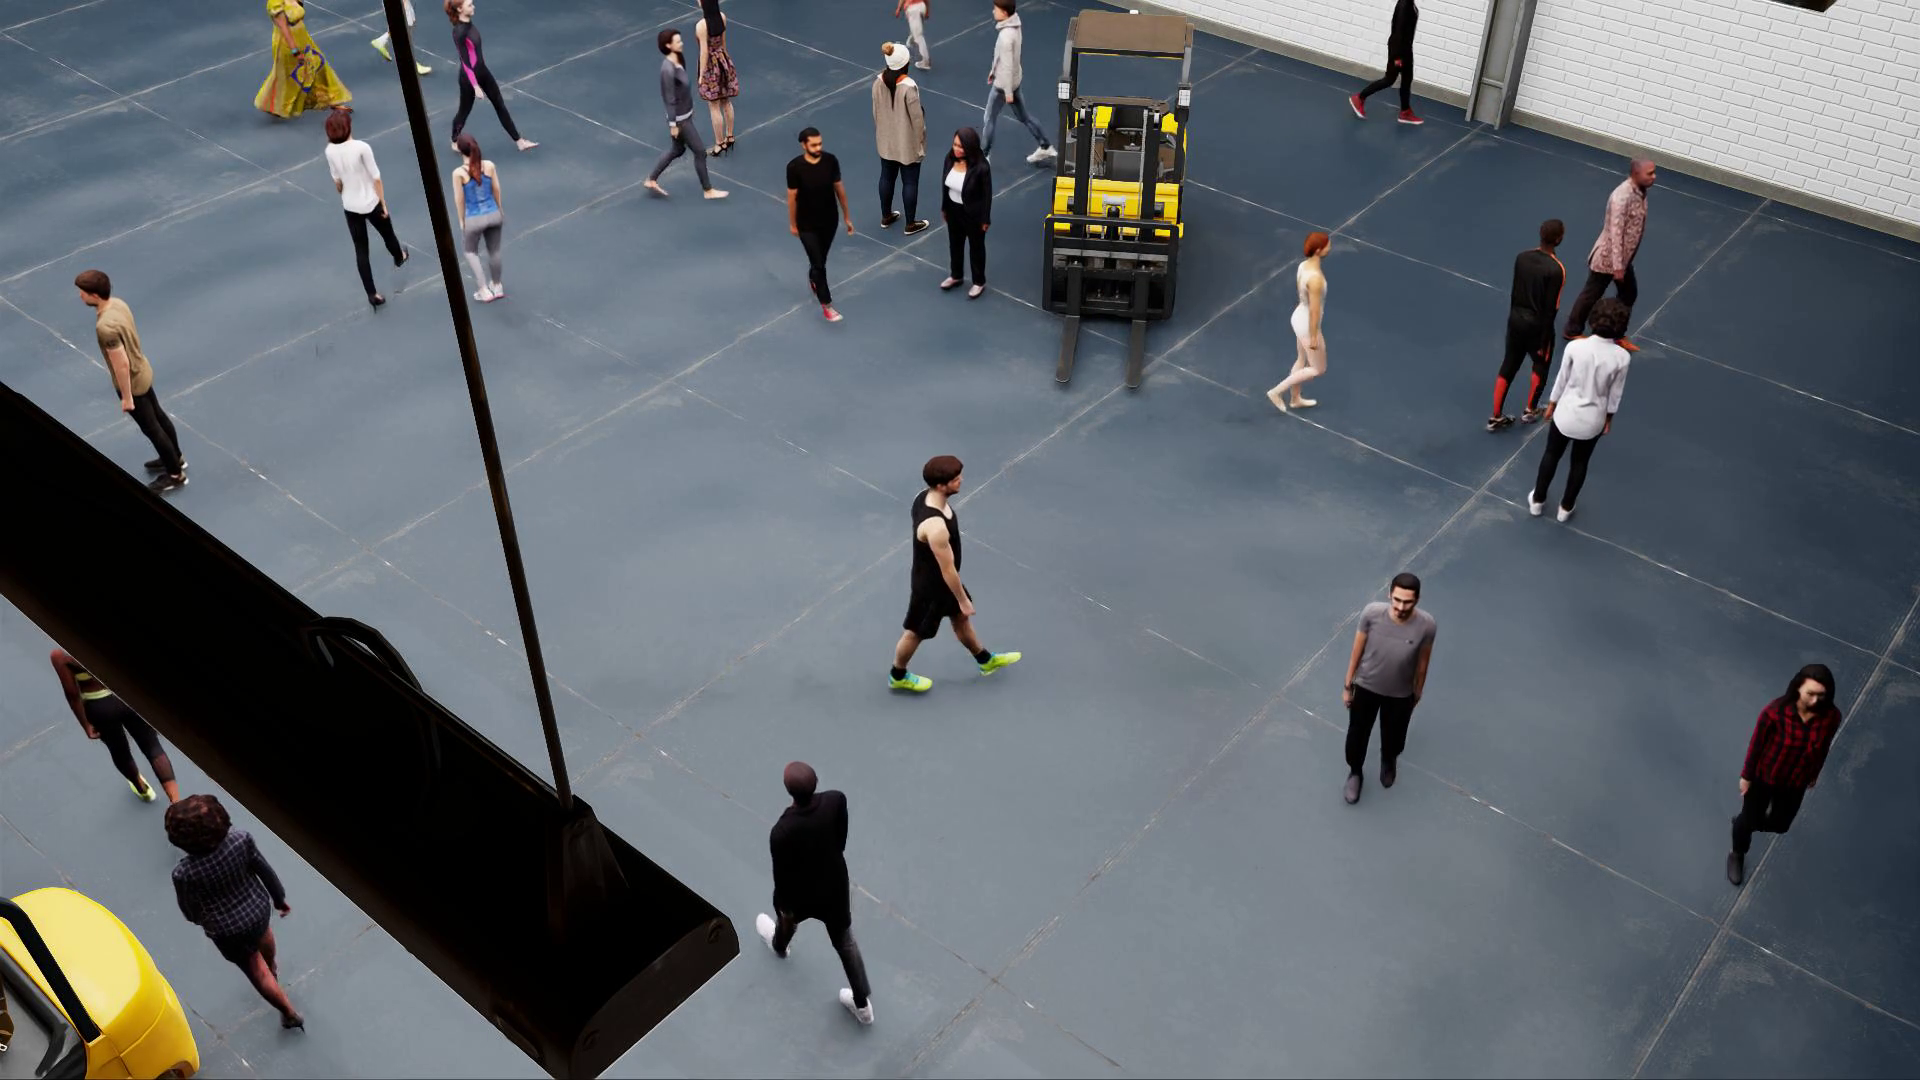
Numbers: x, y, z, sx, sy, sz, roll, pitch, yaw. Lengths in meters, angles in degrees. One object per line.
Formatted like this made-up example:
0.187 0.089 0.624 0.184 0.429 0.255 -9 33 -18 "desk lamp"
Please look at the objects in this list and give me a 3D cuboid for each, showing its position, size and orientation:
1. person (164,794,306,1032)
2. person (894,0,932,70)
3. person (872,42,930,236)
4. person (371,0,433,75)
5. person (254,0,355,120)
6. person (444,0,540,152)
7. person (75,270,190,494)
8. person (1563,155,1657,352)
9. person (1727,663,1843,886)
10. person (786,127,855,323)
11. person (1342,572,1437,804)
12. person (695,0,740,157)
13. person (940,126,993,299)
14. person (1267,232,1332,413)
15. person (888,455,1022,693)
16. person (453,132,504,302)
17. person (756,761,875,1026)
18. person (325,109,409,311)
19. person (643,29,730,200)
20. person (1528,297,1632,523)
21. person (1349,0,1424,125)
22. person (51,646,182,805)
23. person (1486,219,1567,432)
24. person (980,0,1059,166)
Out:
-3.670 2.012 8.584 0.797 1.673 0.599 27 46 30 "person"
-0.458 -6.001 18.933 0.559 1.279 0.910 -31 48 -33 "person"
-0.585 -3.807 15.697 0.617 1.890 0.758 23 44 26 "person"
-6.412 -6.120 18.647 1.043 1.822 0.949 1 39 2 "person"
-7.176 -5.222 17.690 1.330 1.615 1.184 2 39 3 "person"
-5.036 -4.694 16.968 1.211 1.689 1.033 3 39 4 "person"
-6.199 -1.206 12.472 0.815 1.851 0.714 -10 40 -12 "person"
5.444 -2.432 14.058 0.730 1.787 0.870 -31 48 -33 "person"
4.649 1.275 9.527 0.722 1.648 0.792 2 39 3 "person"
-1.288 -2.839 14.617 0.878 1.724 1.155 -22 43 -25 "person"
2.558 0.832 10.003 0.717 1.746 0.779 13 40 16 "person"
-2.512 -4.793 17.024 0.723 1.774 0.712 19 43 23 "person"
0.065 -2.937 14.828 0.607 1.615 0.751 21 43 24 "person"
2.698 -1.696 13.259 0.824 1.634 0.763 -2 39 -3 "person"
-0.248 0.279 10.616 1.210 1.846 1.125 -1 39 -1 "person"
-4.212 -2.829 14.701 0.659 1.605 0.710 -22 44 -26 "person"
-0.709 1.883 8.717 0.832 1.710 1.226 -26 46 -29 "person"
-5.279 -2.842 14.614 1.148 1.732 1.142 2 39 2 "person"
-2.809 -4.114 16.207 1.137 1.733 1.065 -3 39 -3 "person"
4.537 -0.925 12.164 0.669 1.796 0.788 11 40 13 "person"
4.596 -5.210 17.649 1.107 1.646 0.790 17 41 20 "person"
-4.918 1.034 9.760 0.689 1.734 1.066 -29 47 -31 "person"
4.399 -1.643 13.070 0.824 1.787 0.855 -23 44 -26 "person"
0.578 -4.585 16.735 1.343 1.810 1.122 5 39 6 "person"
